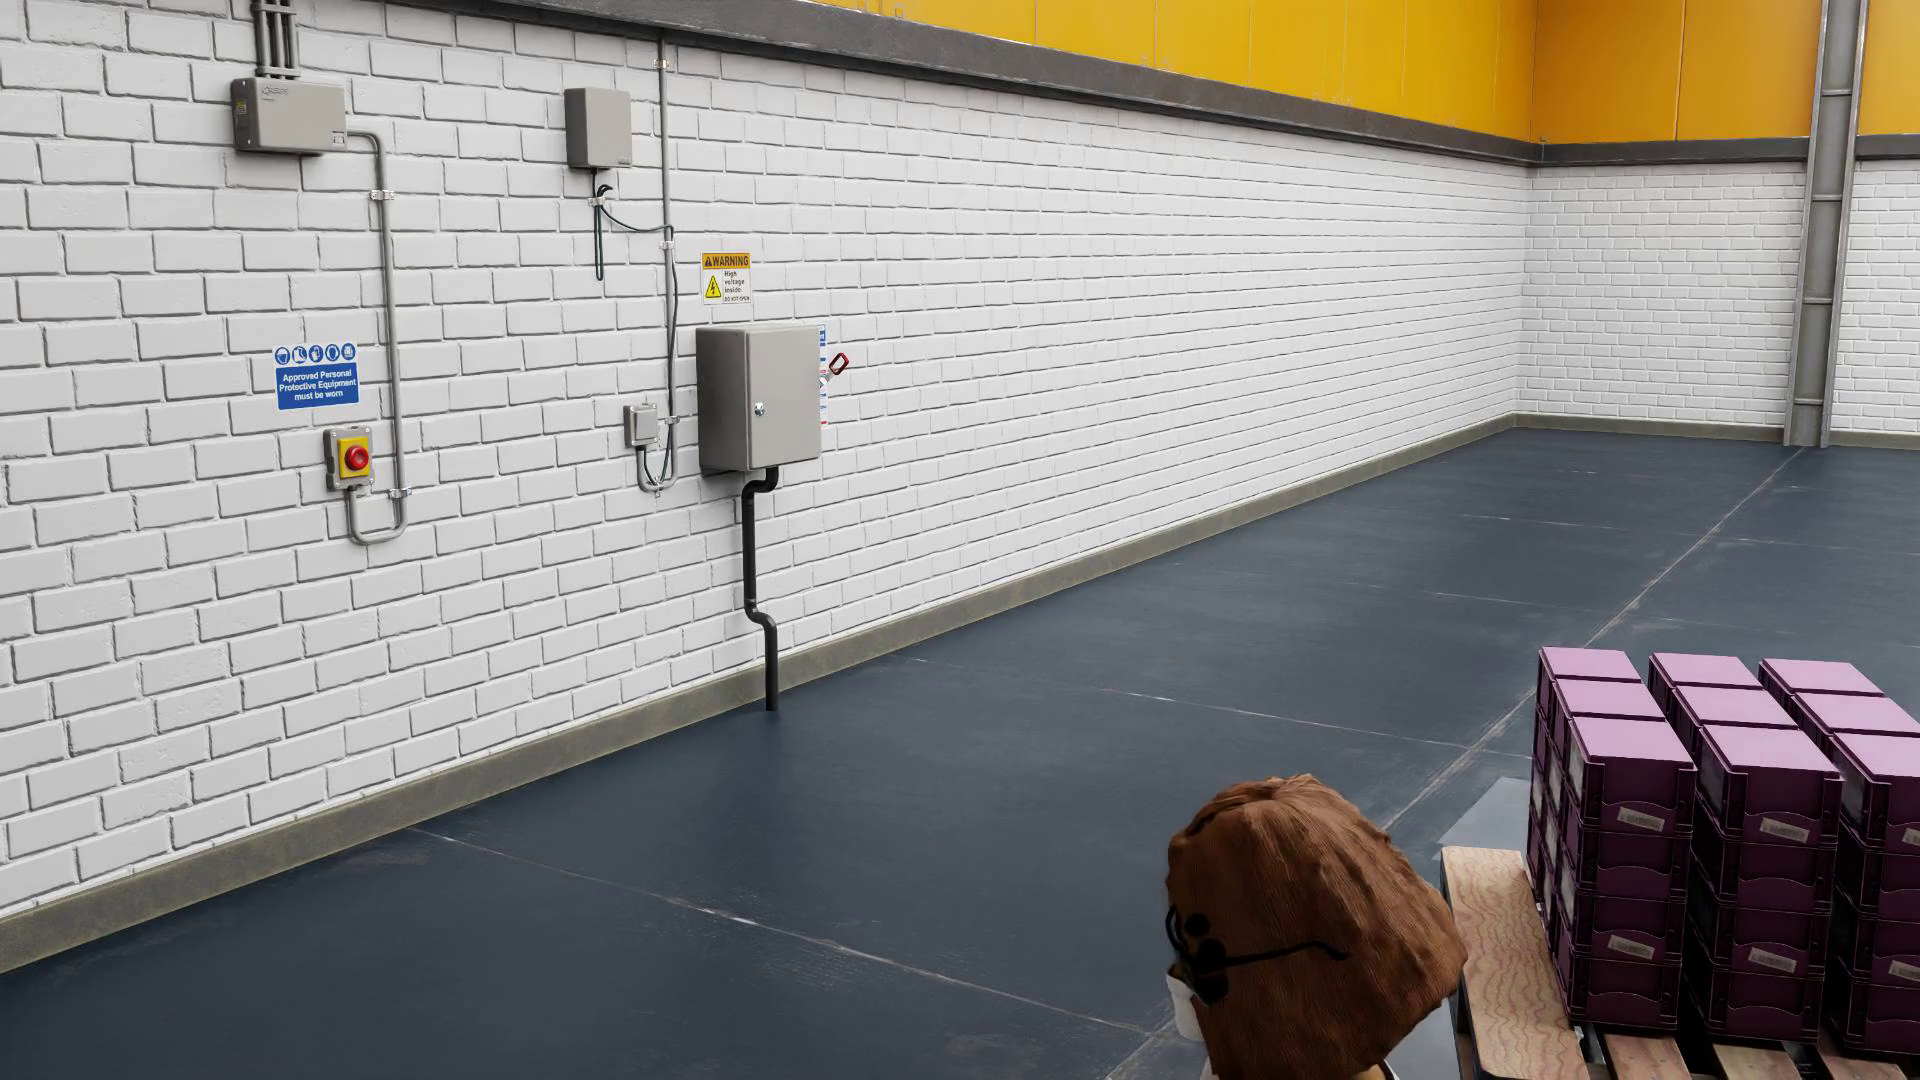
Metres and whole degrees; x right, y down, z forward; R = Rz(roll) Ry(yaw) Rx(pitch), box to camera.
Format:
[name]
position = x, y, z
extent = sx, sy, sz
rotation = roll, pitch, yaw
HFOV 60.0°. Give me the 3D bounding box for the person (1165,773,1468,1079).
[person]
position = 0.308, 1.009, 1.603
extent = 0.280, 1.633, 0.498
rotation = -2, 10, -9
